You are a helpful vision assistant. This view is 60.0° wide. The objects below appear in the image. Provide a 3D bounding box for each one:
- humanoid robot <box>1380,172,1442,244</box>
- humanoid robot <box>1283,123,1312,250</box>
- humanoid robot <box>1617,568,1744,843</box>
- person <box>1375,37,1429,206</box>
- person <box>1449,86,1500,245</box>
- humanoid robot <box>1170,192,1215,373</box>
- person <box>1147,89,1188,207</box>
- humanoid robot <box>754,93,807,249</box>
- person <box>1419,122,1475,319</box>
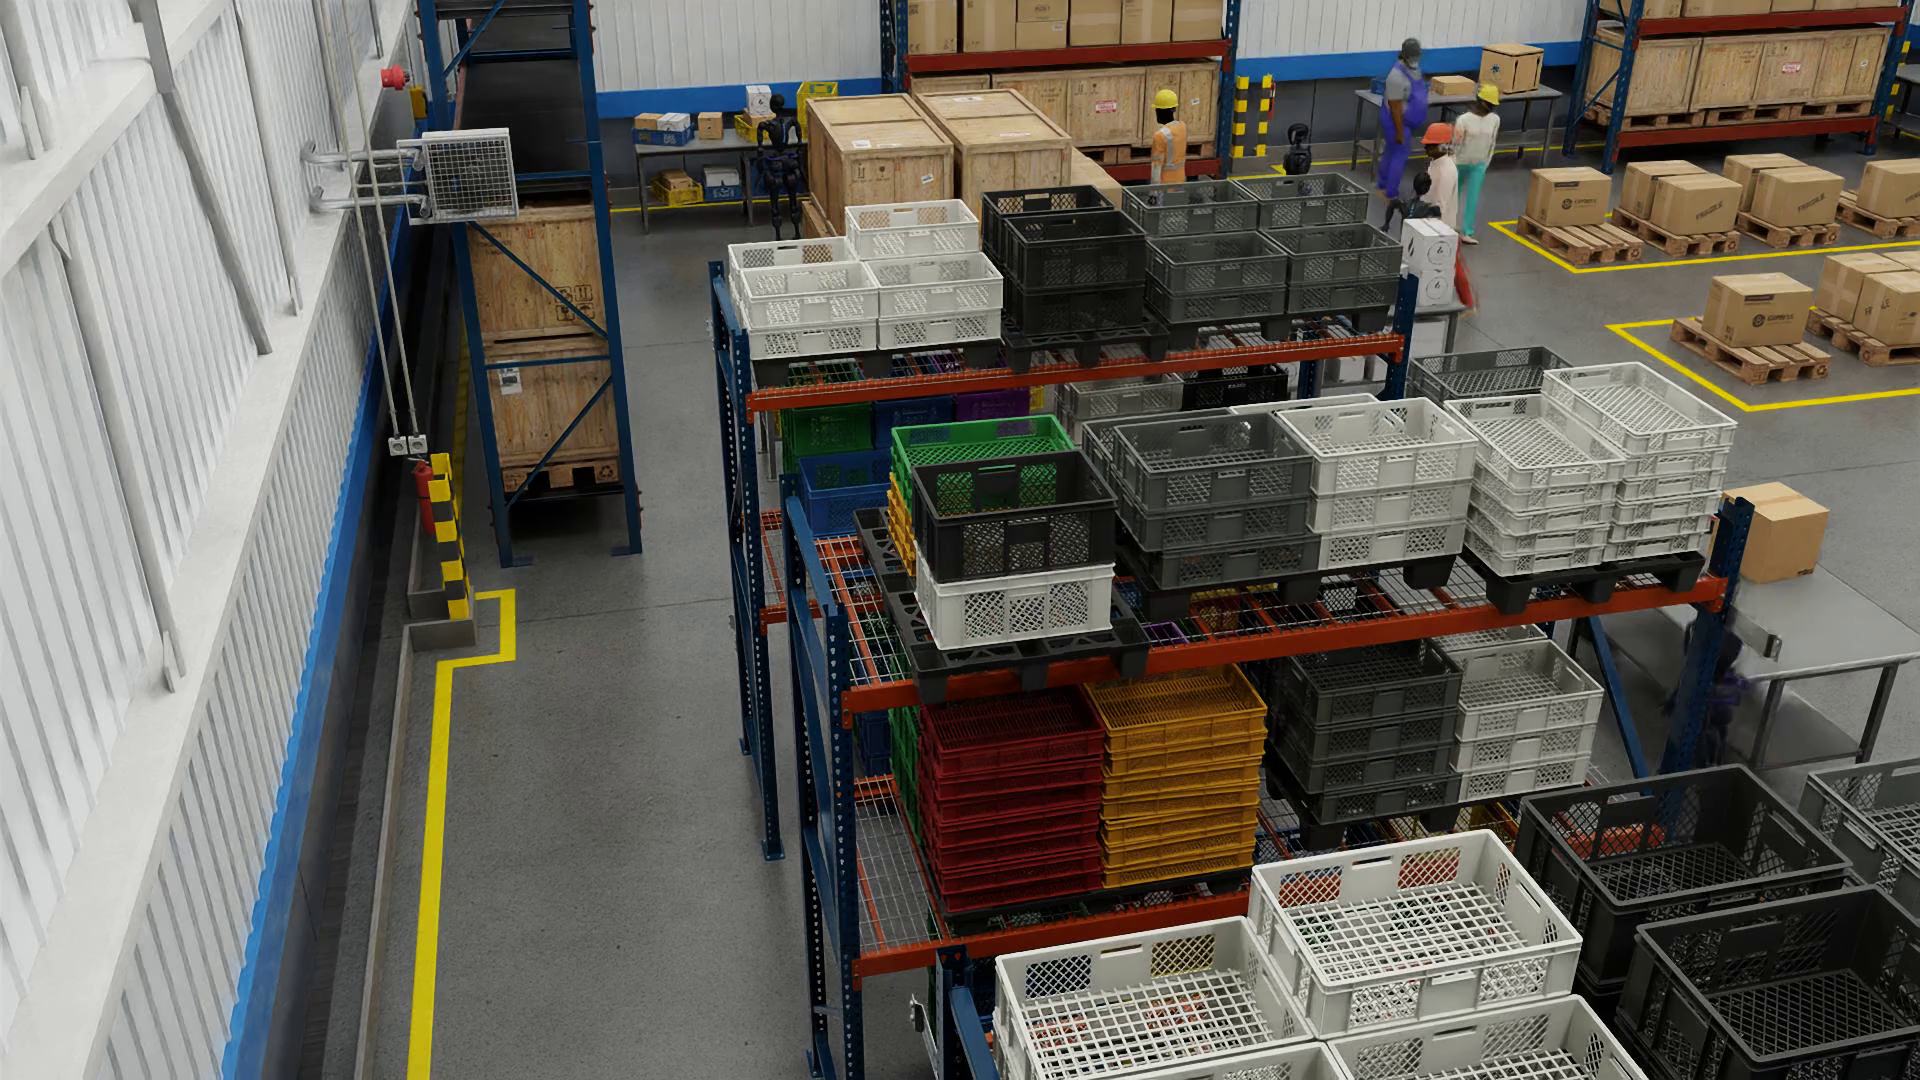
[{"bbox_3d":[4.137,-2.585,15.499,0.584,1.615,0.612,11,30,19],"label":"humanoid robot"},{"bbox_3d":[3.434,-3.456,17.085,0.308,1.652,0.590,-1,28,-2],"label":"humanoid robot"},{"bbox_3d":[3.899,0.920,8.811,0.620,1.625,0.594,18,32,30],"label":"humanoid robot"},{"bbox_3d":[5.208,-4.947,19.533,0.541,2.000,0.725,12,30,21],"label":"person"},{"bbox_3d":[5.653,-4.176,18.418,0.554,1.699,0.920,0,28,0],"label":"person"},{"bbox_3d":[2.127,-2.306,14.913,0.739,1.641,0.364,-16,32,-27],"label":"humanoid robot"},{"bbox_3d":[2.132,-3.723,17.348,0.405,1.918,0.582,18,33,30],"label":"person"},{"bbox_3d":[-1.960,-4.041,18.189,0.610,1.657,0.315,-16,32,-28],"label":"humanoid robot"},{"bbox_3d":[4.622,-3.070,16.102,1.061,1.933,0.635,-1,28,-2],"label":"person"}]
